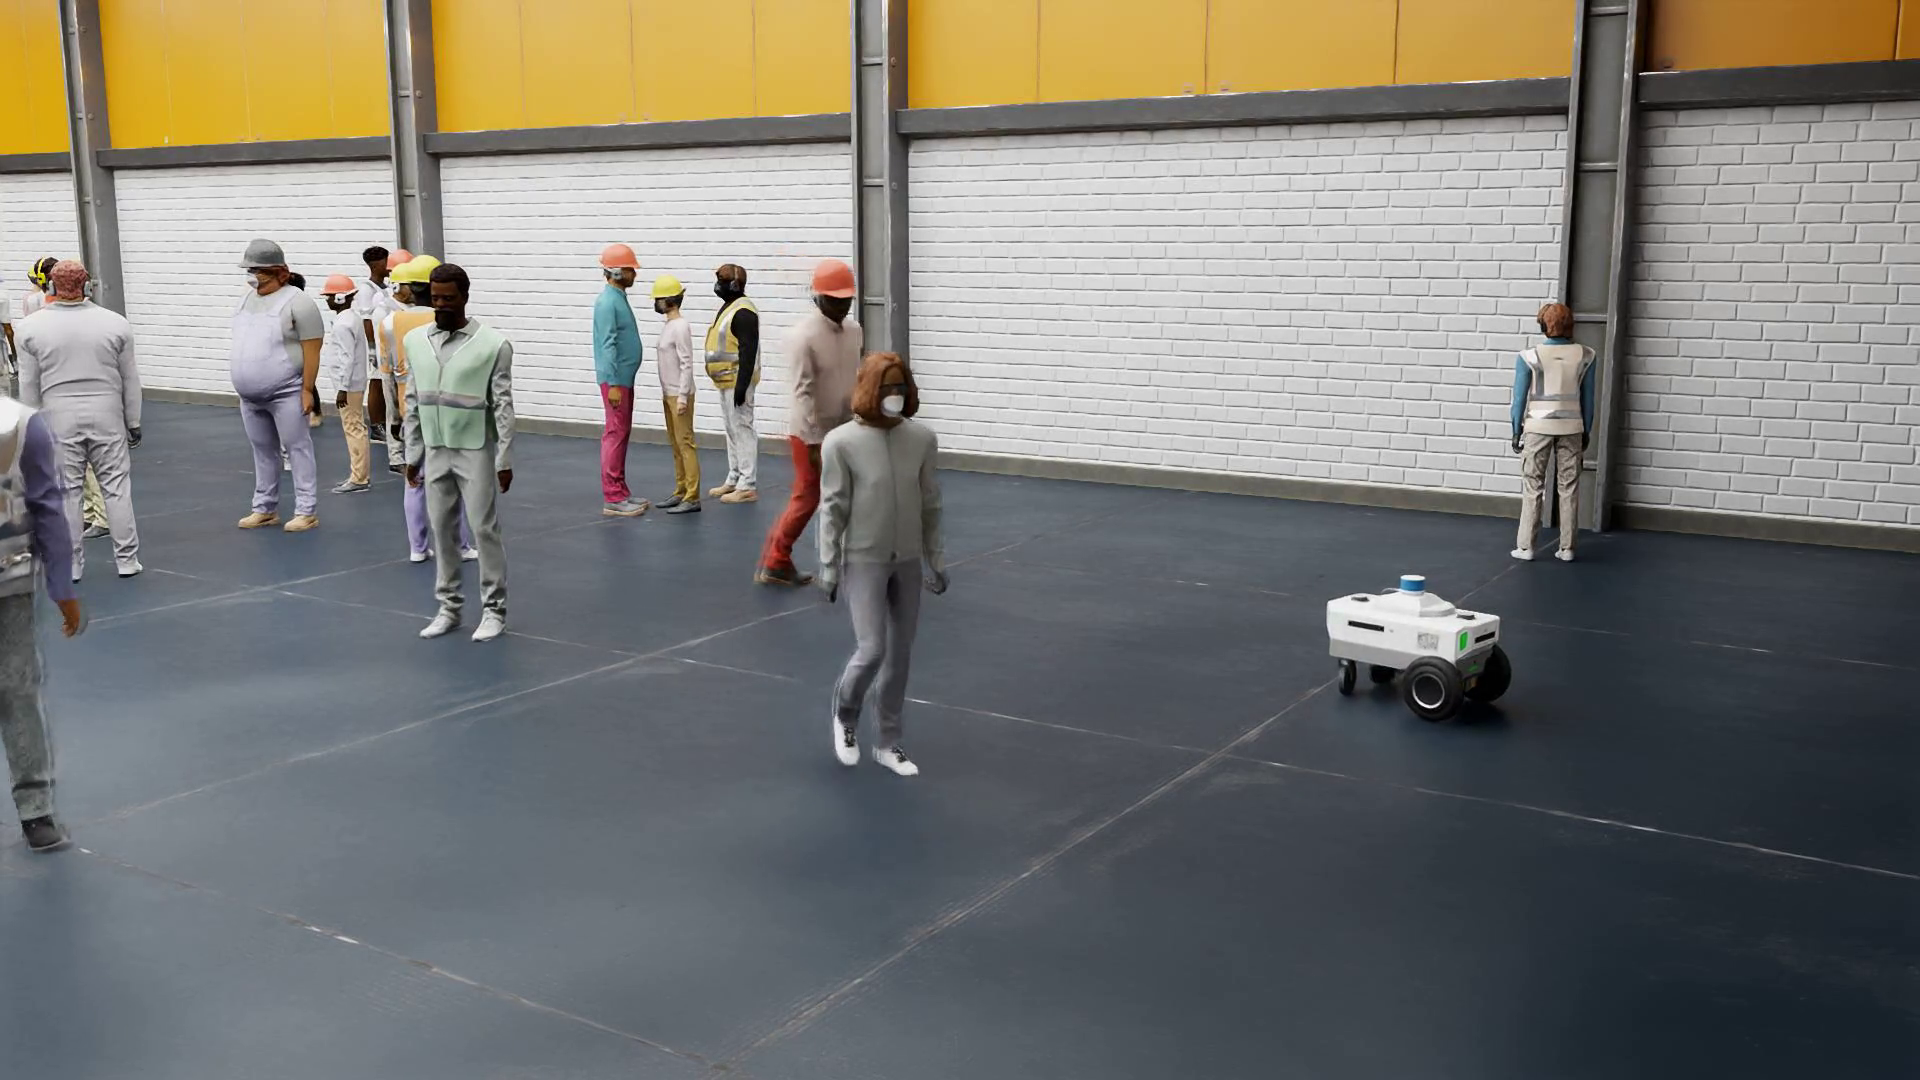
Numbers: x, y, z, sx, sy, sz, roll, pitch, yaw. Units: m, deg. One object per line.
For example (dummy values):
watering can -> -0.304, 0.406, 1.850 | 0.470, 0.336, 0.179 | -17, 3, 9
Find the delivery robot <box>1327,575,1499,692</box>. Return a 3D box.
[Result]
delivery robot -> 1.970, 0.398, 7.284 | 0.707, 0.478, 0.477 | 10, 14, 44

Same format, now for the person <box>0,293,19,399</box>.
person -> -8.874, -1.646, 15.222 | 0.509, 1.872, 0.328 | -2, 10, -10

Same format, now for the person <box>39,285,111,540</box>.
person -> -6.001, -0.880, 11.305 | 0.334, 1.748, 0.574 | -9, 13, -40

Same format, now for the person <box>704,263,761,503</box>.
person -> -1.762, -1.214, 12.903 | 0.430, 1.847, 0.619 | -4, 11, -20

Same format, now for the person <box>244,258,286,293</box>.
person -> -7.063, -2.045, 17.088 | 0.622, 1.994, 0.381 | 7, 12, 32

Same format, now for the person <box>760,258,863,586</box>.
person -> -0.792, -0.630, 9.457 | 0.859, 1.936, 0.623 | 10, 14, 43

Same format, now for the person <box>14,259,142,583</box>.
person -> -5.205, -0.699, 9.877 | 0.643, 1.909, 0.410 | -6, 12, -30

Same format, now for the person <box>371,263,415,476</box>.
person -> -4.787, -1.471, 14.386 | 0.403, 1.825, 0.593 | 5, 11, 25

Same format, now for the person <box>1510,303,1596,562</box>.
person -> 3.718, -0.665, 10.454 | 0.514, 1.634, 0.313 | 1, 10, 3

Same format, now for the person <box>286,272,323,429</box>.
person -> -7.095, -2.052, 17.984 | 0.322, 1.685, 0.540 | -5, 11, -25

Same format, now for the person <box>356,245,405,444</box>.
person -> -5.796, -1.953, 16.658 | 0.368, 1.966, 0.603 | 0, 10, 0

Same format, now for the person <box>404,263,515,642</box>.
person -> -2.529, -0.441, 8.450 | 0.588, 1.911, 0.396 | 3, 11, 15

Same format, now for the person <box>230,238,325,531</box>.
person -> -4.796, -1.073, 11.575 | 0.674, 2.000, 0.535 | 4, 11, 19

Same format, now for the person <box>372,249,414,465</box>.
person -> -4.902, -1.593, 14.742 | 0.362, 1.938, 0.545 | 7, 12, 34

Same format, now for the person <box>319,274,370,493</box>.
person -> -4.954, -1.262, 13.419 | 0.330, 1.751, 0.564 | -2, 10, -13

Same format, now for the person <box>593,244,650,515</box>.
person -> -2.512, -1.185, 12.327 | 0.392, 1.991, 0.625 | 0, 10, -2

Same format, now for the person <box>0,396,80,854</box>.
person -> -3.243, 0.152, 5.466 | 0.646, 1.823, 0.408 | -4, 11, -19

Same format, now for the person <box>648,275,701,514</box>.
person -> -2.131, -1.077, 12.364 | 0.322, 1.765, 0.533 | -4, 11, -23

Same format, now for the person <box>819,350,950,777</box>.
person -> -0.272, 0.100, 6.250 | 0.500, 1.621, 0.337 | -7, 12, -34

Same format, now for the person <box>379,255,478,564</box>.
person -> -3.304, -0.803, 10.394 | 0.585, 1.928, 0.368 | 1, 10, 8
